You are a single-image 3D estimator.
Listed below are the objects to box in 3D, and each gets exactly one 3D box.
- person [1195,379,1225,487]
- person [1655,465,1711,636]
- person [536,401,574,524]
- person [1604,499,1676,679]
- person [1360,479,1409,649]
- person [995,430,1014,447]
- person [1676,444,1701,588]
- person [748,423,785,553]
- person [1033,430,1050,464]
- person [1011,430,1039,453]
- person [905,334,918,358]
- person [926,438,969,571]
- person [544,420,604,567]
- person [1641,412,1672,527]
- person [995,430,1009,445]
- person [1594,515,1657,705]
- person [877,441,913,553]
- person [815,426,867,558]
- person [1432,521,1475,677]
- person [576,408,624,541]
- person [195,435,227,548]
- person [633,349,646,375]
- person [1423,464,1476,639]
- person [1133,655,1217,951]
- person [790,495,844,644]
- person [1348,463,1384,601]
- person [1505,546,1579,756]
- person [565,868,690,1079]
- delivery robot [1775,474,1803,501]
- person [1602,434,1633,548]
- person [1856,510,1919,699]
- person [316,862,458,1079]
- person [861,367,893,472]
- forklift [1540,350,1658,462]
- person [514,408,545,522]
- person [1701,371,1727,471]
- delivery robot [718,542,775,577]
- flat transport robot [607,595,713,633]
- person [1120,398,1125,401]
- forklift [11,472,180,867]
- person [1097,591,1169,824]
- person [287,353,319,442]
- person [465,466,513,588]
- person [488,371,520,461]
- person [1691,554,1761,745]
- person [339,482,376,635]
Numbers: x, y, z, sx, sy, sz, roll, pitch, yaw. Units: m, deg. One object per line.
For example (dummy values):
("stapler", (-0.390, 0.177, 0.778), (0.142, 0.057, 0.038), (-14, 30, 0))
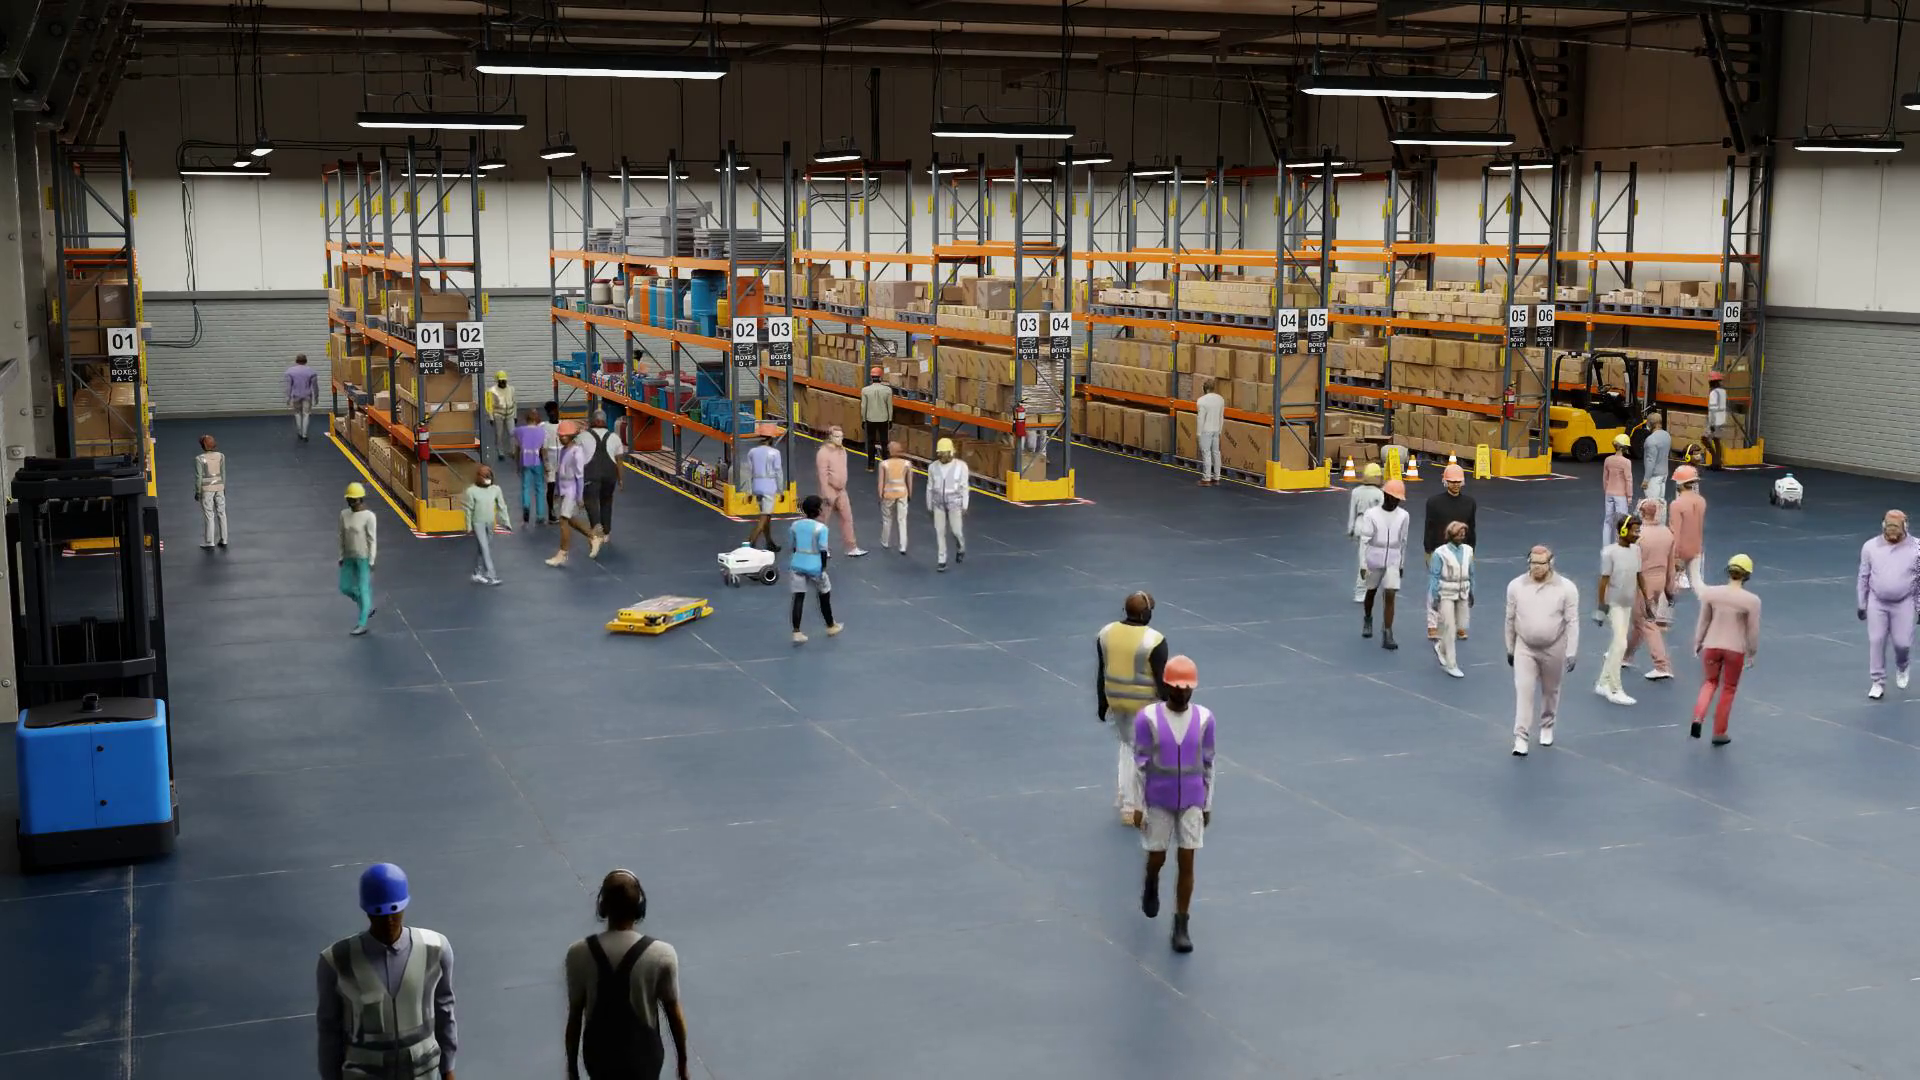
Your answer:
("person", (4.499, -1.943, 37.799), (0.630, 1.938, 0.366), (-6, 11, -37))
("person", (8.377, 0.112, 24.057), (0.620, 1.964, 0.975), (-5, 10, -30))
("person", (-6.410, -1.237, 33.103), (0.624, 1.942, 0.386), (-4, 9, -25))
("person", (7.123, 0.493, 21.862), (0.663, 1.849, 1.043), (-5, 10, -29))
("person", (4.761, 0.230, 23.572), (0.557, 1.874, 1.030), (0, 9, 1))
("person", (0.931, -2.514, 42.779), (0.504, 1.587, 0.872), (-3, 9, -18))
("person", (9.472, -0.323, 27.232), (0.312, 1.869, 0.538), (6, 10, 34))
("person", (-2.803, -0.704, 29.710), (0.546, 1.898, 0.899), (6, 10, 35))
("person", (1.562, -2.432, 41.245), (0.575, 1.883, 0.355), (-4, 9, -23))
("person", (1.208, -2.160, 39.620), (0.627, 1.833, 0.530), (-2, 9, -15))
("person", (-1.165, -4.347, 53.874), (0.722, 1.928, 0.613), (-6, 10, -34))
("person", (-0.172, -0.495, 28.529), (0.614, 1.819, 0.523), (2, 9, 15))
("person", (-5.363, -0.672, 29.056), (0.865, 2.023, 0.614), (-5, 10, -32))
("person", (10.305, -0.931, 31.069), (0.371, 1.935, 0.627), (7, 11, 41))
("person", (0.863, -2.951, 44.240), (0.625, 2.016, 0.694), (-2, 9, -11))
("person", (6.567, 0.676, 20.655), (0.525, 1.843, 0.645), (-6, 10, -33))
("person", (-0.934, -0.620, 30.135), (0.539, 1.590, 0.880), (-2, 9, -12))
("person", (-1.707, -0.661, 29.484), (0.917, 1.864, 0.672), (6, 10, 33))
("person", (5.135, 0.592, 21.930), (0.535, 1.624, 0.552), (-4, 9, -25))
("person", (-5.310, -0.951, 30.987), (0.698, 2.000, 0.814), (-3, 9, -22))
("person", (-10.933, -0.710, 30.565), (0.311, 1.642, 0.514), (6, 10, 33))
("person", (-7.812, -3.846, 51.335), (0.566, 1.676, 0.539), (-5, 10, -32))
("person", (5.572, 0.129, 23.796), (0.611, 1.996, 0.378), (-1, 9, -7))
("person", (1.397, 1.678, 13.709), (0.558, 1.926, 0.630), (-1, 9, -6))
("person", (-1.638, 0.315, 23.642), (0.551, 1.653, 0.832), (5, 10, 30))
("person", (5.174, -0.106, 26.295), (0.771, 1.711, 0.504), (-8, 12, -44))
("person", (5.171, 0.973, 18.667), (0.648, 1.855, 1.000), (3, 9, 22))
("person", (-1.513, 2.369, 9.546), (0.518, 1.787, 0.991), (1, 9, 4))
("delivery robot", (13.877, -0.868, 35.057), (0.477, 0.478, 0.707), (2, 9, 13))
("person", (9.291, -0.616, 29.535), (0.318, 1.767, 0.523), (-4, 9, -26))
("person", (9.271, 0.624, 20.847), (0.662, 1.887, 0.494), (6, 10, 33))
("person", (-2.491, 2.347, 9.167), (0.605, 1.948, 0.405), (-4, 10, -27))
("person", (-1.588, -2.298, 39.994), (0.612, 1.991, 0.391), (-1, 9, -4))
("forklift", (12.897, -2.725, 42.309), (2.313, 2.155, 1.214), (-3, 9, -21))
("person", (-6.739, -1.167, 33.013), (0.577, 1.823, 0.608), (-1, 9, -4))
("person", (14.461, -2.280, 40.114), (0.546, 1.921, 0.420), (-8, 12, -43))
("delivery robot", (-2.805, 0.271, 27.463), (0.707, 0.478, 0.477), (-4, 10, -28))
("flat transport robot", (-3.534, 0.864, 24.761), (0.652, 0.197, 1.431), (3, 9, 20))
("person", (3.838, -3.660, 49.479), (0.592, 1.869, 0.640), (0, 9, -1))
("forklift", (-6.630, 0.886, 15.957), (1.129, 2.768, 1.873), (-3, 9, -21))
("person", (1.419, 1.304, 16.542), (0.656, 1.821, 0.570), (7, 11, 40))
("person", (-14.344, -3.124, 45.775), (0.659, 1.903, 0.930), (-2, 9, -10))
("person", (-6.156, -0.183, 27.226), (0.520, 1.573, 0.880), (-8, 12, -43))
("person", (-9.044, -2.448, 41.617), (0.629, 1.798, 0.824), (-5, 10, -32))
("person", (6.922, 0.990, 18.894), (0.557, 1.738, 0.456), (8, 12, 43))
("person", (-6.915, 0.201, 24.097), (0.549, 1.753, 0.399), (5, 10, 28))
